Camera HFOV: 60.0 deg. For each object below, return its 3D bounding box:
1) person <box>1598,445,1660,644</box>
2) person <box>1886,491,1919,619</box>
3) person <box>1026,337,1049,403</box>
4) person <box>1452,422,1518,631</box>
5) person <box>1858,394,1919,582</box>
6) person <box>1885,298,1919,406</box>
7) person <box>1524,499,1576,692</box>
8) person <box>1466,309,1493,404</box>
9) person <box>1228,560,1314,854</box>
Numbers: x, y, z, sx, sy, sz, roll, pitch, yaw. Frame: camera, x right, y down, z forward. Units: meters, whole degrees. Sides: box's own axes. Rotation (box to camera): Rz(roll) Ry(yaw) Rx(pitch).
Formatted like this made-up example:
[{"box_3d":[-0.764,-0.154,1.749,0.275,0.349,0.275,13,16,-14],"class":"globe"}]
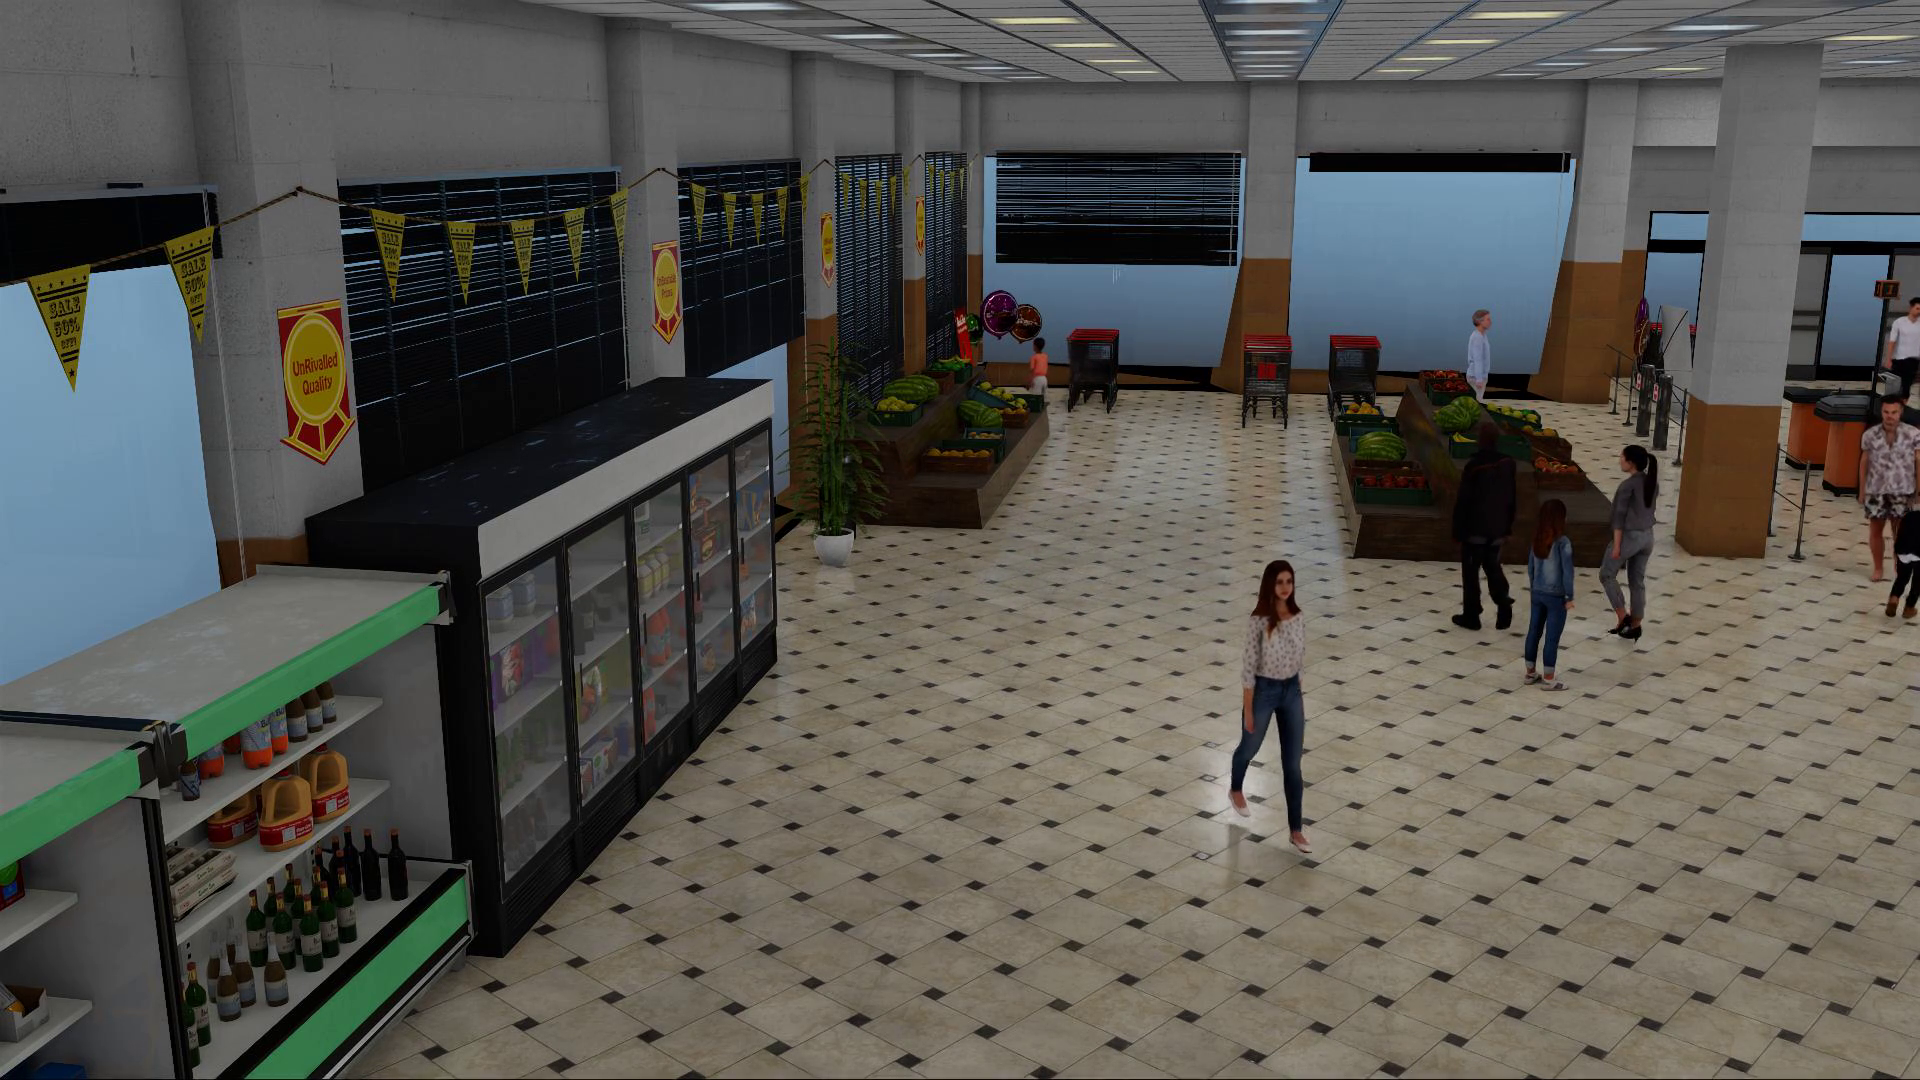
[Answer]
[{"box_3d":[5.629,0.061,13.775,0.750,1.660,0.786,-6,15,-25],"class":"person"},{"box_3d":[8.326,0.116,14.501,0.743,1.212,0.826,12,18,41],"class":"person"},{"box_3d":[1.157,-2.303,24.266,0.573,1.310,0.636,-10,17,-36],"class":"person"},{"box_3d":[4.481,-0.083,14.050,0.911,1.812,1.034,-3,14,-14],"class":"person"},{"box_3d":[8.875,-0.512,15.856,0.891,1.792,0.939,8,16,31],"class":"person"},{"box_3d":[14.042,-2.682,24.739,0.808,1.823,1.138,5,14,18],"class":"person"},{"box_3d":[4.501,0.411,12.721,0.700,1.477,0.611,-7,15,-25],"class":"person"},{"box_3d":[7.000,-2.180,22.520,0.760,1.894,0.588,5,15,21],"class":"person"},{"box_3d":[1.837,0.957,10.034,0.943,1.683,1.223,-4,14,-15],"class":"person"}]
